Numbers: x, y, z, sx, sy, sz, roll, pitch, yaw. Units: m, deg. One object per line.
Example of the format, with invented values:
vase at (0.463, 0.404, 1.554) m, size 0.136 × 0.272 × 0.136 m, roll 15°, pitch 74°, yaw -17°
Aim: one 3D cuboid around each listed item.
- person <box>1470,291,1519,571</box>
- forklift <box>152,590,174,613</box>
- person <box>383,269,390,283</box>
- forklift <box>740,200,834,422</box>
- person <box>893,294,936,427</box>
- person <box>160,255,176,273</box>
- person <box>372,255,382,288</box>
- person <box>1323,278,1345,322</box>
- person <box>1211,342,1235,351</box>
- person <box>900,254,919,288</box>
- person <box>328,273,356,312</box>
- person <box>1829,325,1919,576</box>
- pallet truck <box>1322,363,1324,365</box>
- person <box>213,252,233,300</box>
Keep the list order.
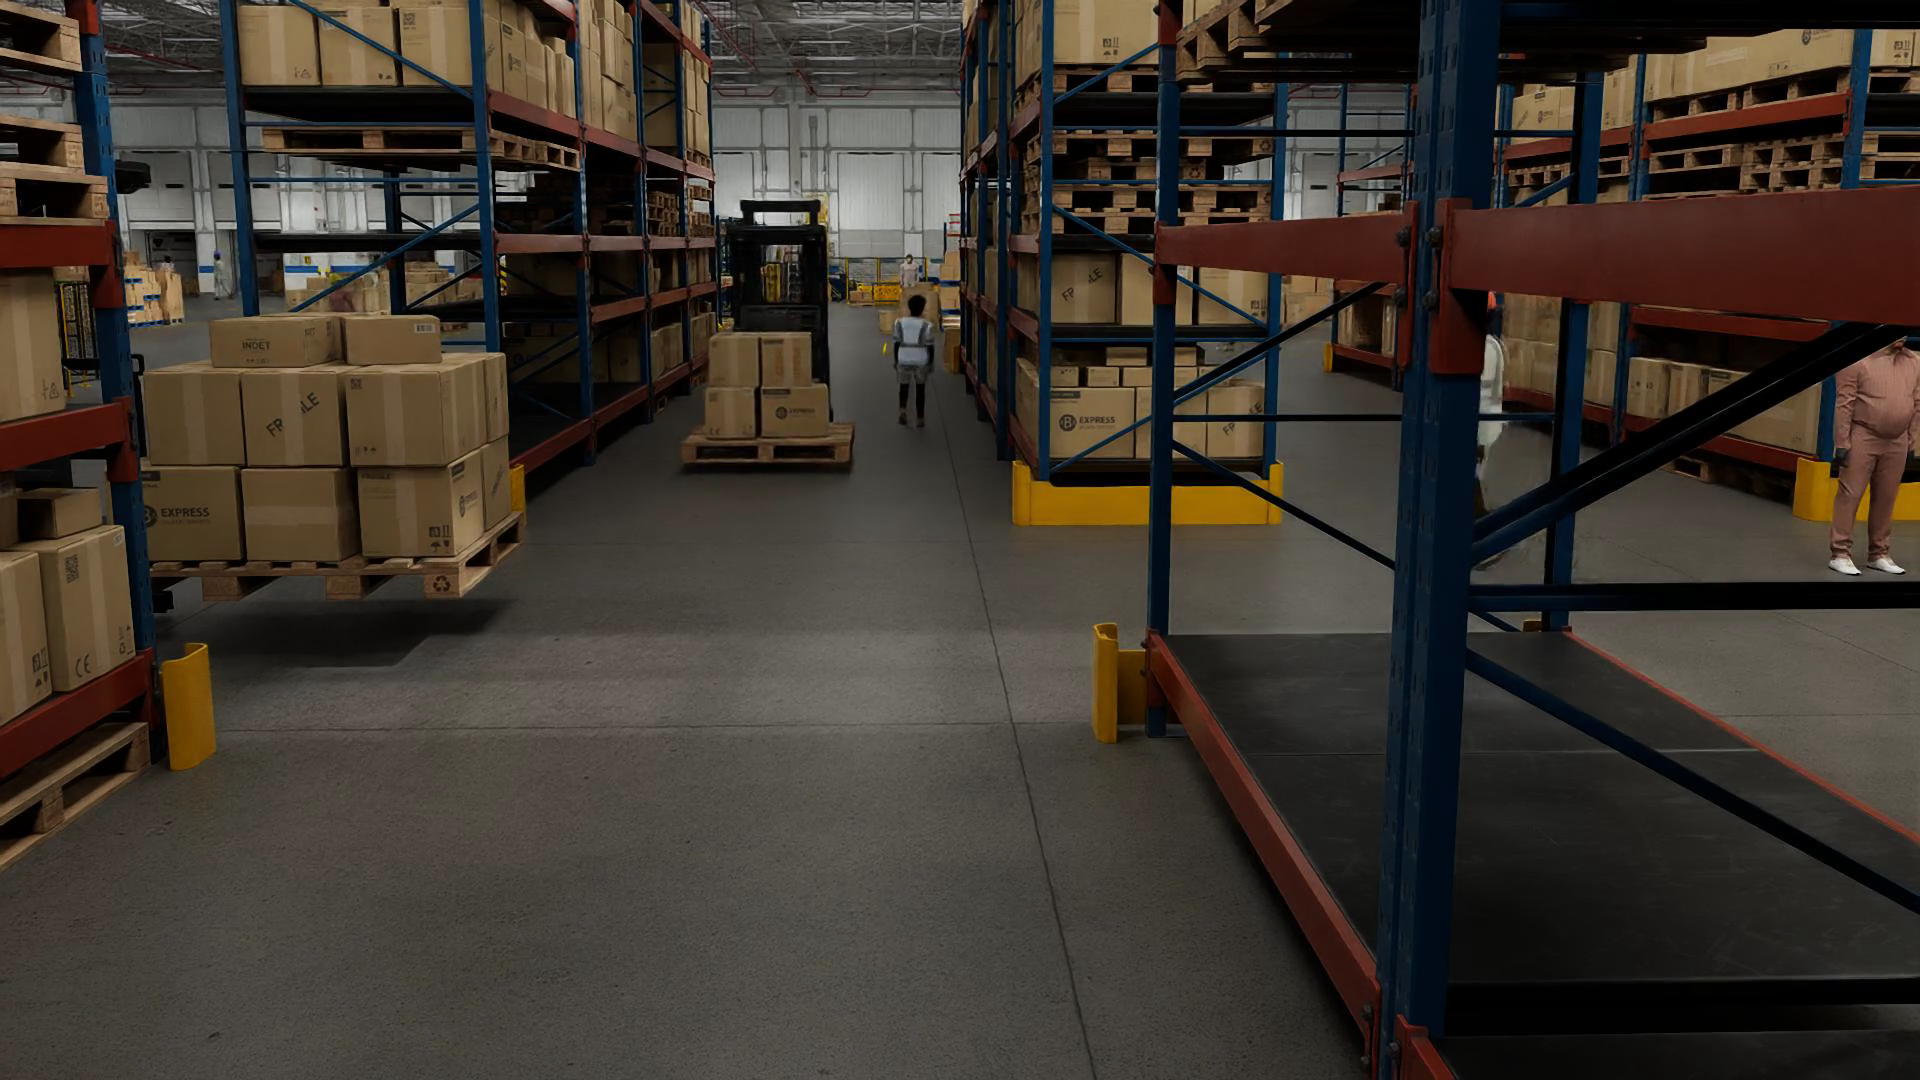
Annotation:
person at (3.651, -0.767, 11.746) m, size 0.470 × 2.030 × 0.633 m, roll 3°, pitch 11°, yaw 18°
forklift at (-5.858, -0.811, 9.639) m, size 1.873 × 2.768 × 1.129 m, roll -1°, pitch 10°, yaw -3°
person at (-15.547, -6.814, 45.751) m, size 0.566 × 1.916 × 0.588 m, roll 4°, pitch 11°, yaw 22°
forklift at (-2.097, -2.623, 19.731) m, size 1.129 × 2.768 × 1.873 m, roll 0°, pitch 10°, yaw -2°
person at (-0.568, -2.254, 20.989) m, size 0.556 × 1.684 × 0.403 m, roll 3°, pitch 11°, yaw 15°
person at (-30.988, -10.251, 65.152) m, size 0.448 × 1.831 × 0.627 m, roll 5°, pitch 11°, yaw 25°
person at (-22.452, -10.102, 64.327) m, size 0.955 × 1.819 × 0.563 m, roll -4°, pitch 11°, yaw -20°
person at (10.994, -7.322, 48.677) m, size 0.720 × 1.907 × 0.650 m, roll -2°, pitch 10°, yaw -12°
person at (5.604, -4.857, 35.513) m, size 0.712 × 1.670 × 0.557 m, roll -2°, pitch 10°, yaw -13°
person at (-1.668, -8.499, 55.105) m, size 0.633 × 1.933 × 0.353 m, roll -1°, pitch 10°, yaw -4°
person at (-12.515, -4.587, 33.887) m, size 0.528 × 1.724 × 0.695 m, roll 4°, pitch 11°, yaw 23°
person at (6.473, -0.692, 11.725) m, size 0.641 × 1.900 × 0.401 m, roll -1°, pitch 10°, yaw -8°
pallet truck at (7.712, -4.157, 30.737) m, size 1.885 × 1.965 × 0.823 m, roll 3°, pitch 11°, yaw 16°
person at (-29.606, -10.560, 66.609) m, size 0.764 × 1.924 × 0.623 m, roll 3°, pitch 11°, yaw 15°
